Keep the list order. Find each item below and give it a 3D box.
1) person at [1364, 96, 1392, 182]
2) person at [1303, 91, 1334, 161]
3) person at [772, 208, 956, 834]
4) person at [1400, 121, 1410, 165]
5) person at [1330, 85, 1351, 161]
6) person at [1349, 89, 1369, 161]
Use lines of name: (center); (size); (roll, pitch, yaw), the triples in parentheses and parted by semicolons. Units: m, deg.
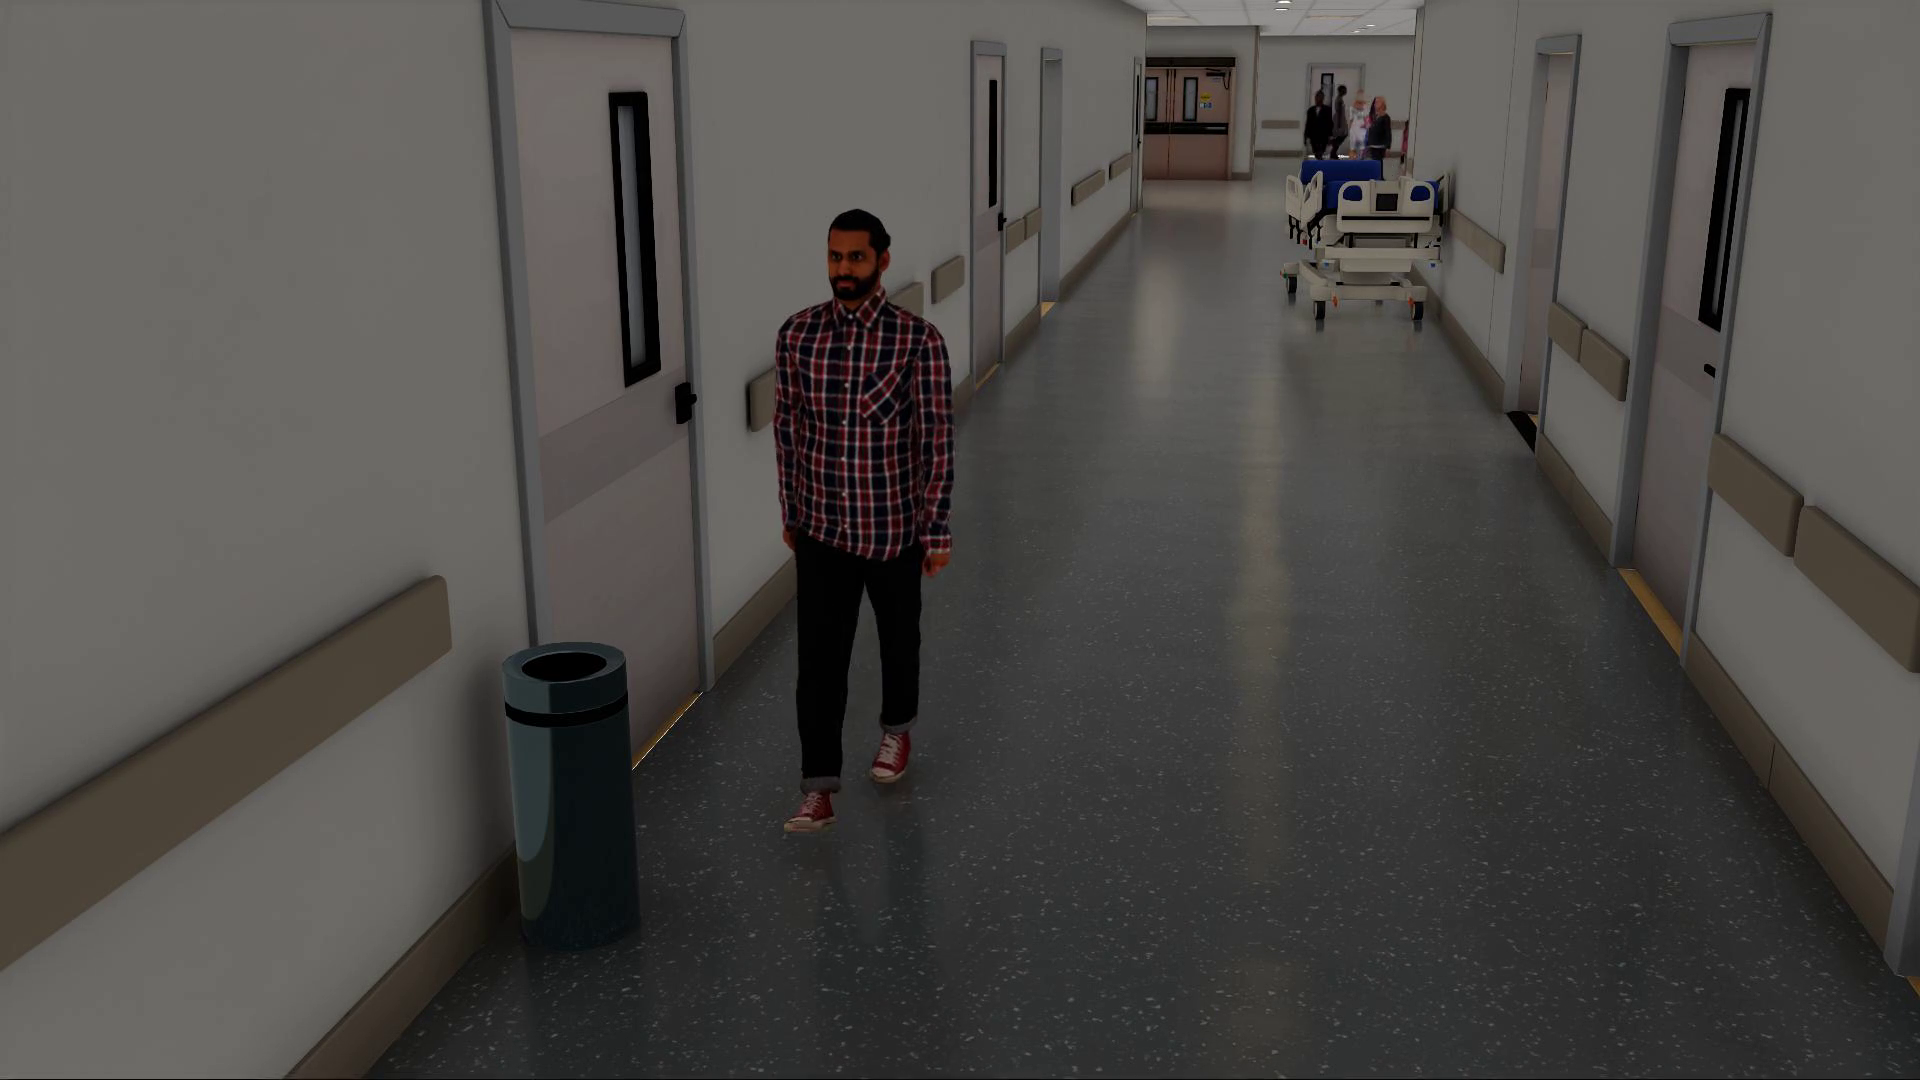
person: (7.216, -6.689, 28.367); (0.790, 1.712, 0.739); (-4, 16, -15)
person: (6.948, -7.690, 31.908); (1.148, 1.718, 1.073); (12, 20, 37)
person: (-0.256, -0.058, 4.835); (1.002, 1.719, 0.782); (3, 16, 11)
person: (10.478, -9.322, 39.000); (0.676, 1.011, 0.626); (-14, 21, -41)
person: (9.126, -10.138, 40.484); (0.710, 1.776, 0.698); (1, 16, 2)
person: (8.493, -8.709, 35.464); (0.558, 1.750, 0.687); (9, 18, 30)
